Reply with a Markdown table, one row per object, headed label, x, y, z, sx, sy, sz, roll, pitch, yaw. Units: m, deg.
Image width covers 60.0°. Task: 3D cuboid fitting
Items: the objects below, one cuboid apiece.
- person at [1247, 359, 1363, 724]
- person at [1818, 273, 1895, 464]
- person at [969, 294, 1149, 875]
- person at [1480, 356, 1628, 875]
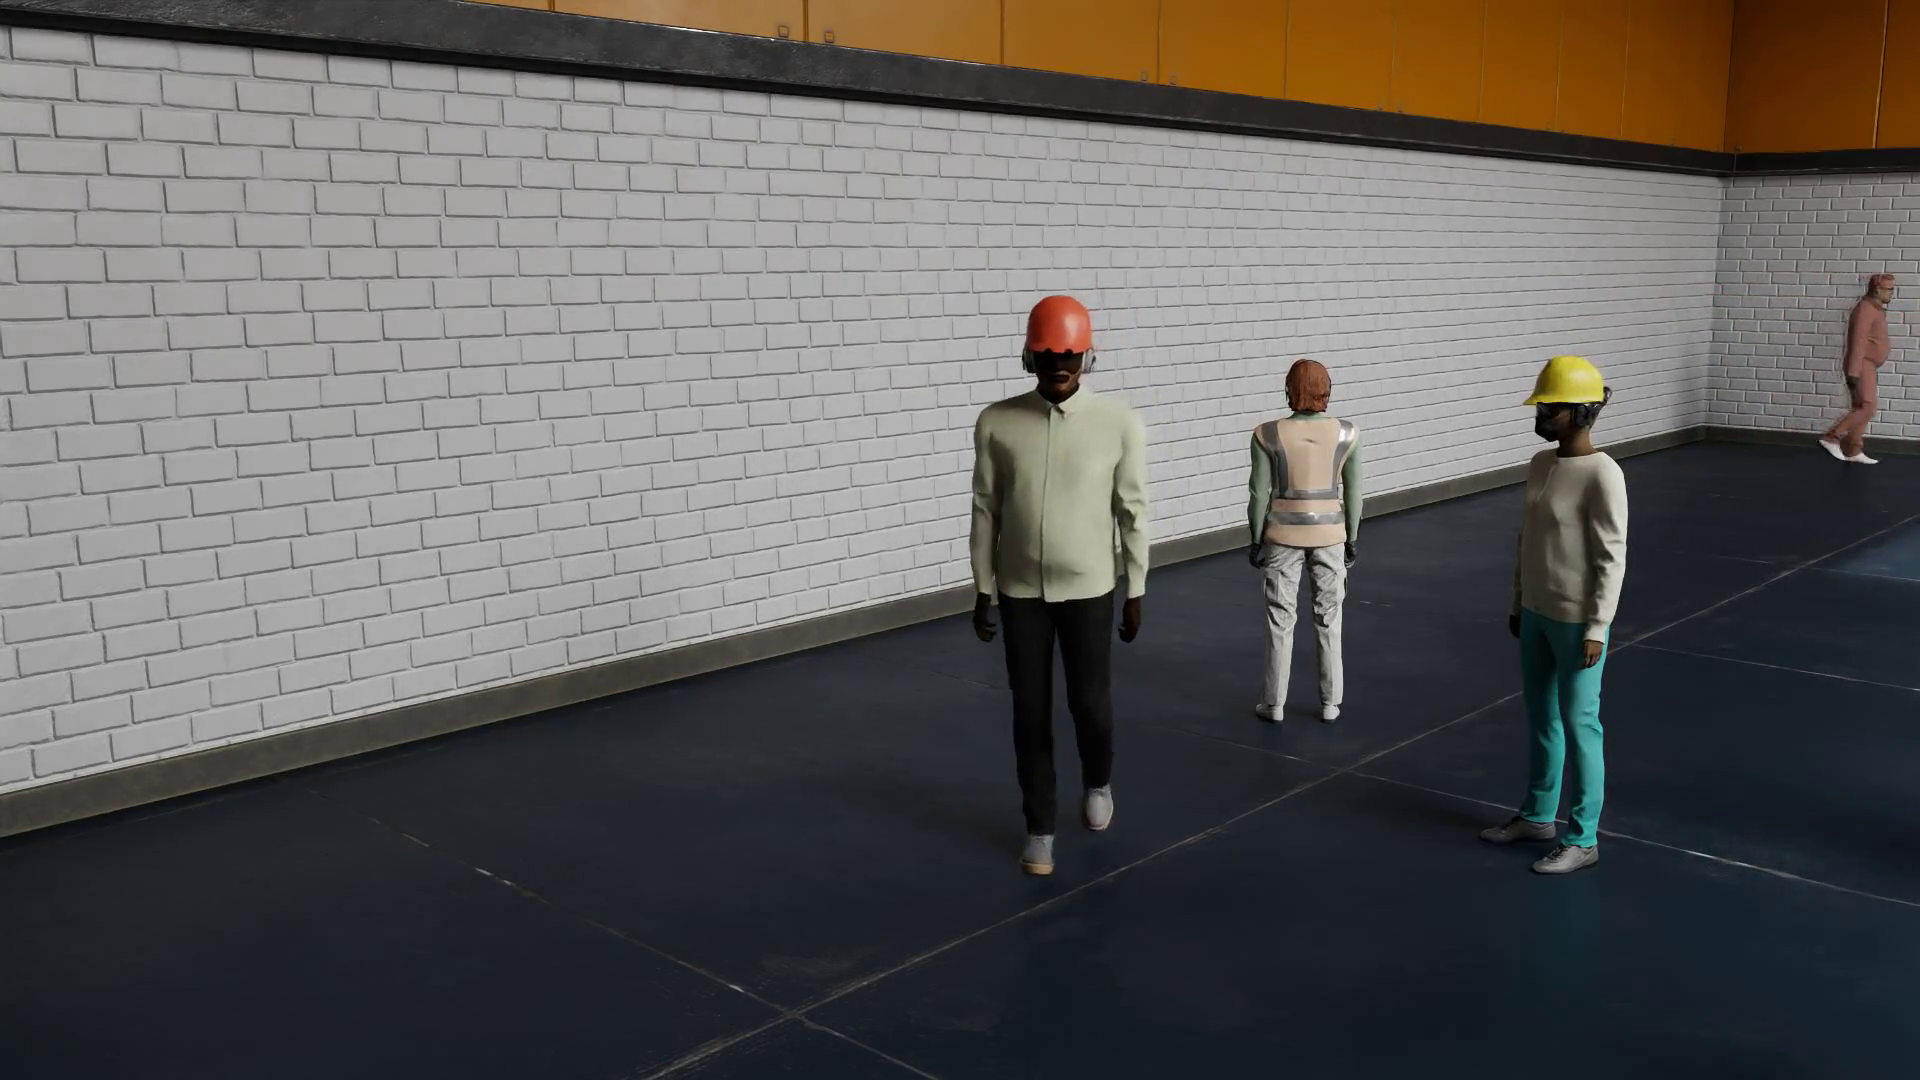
| label | x | y | z | sx | sy | sz | roll | pitch | yaw |
| --- | --- | --- | --- | --- | --- | --- | --- | --- | --- |
| person | 1.536 | 0.017 | 7.426 | 0.514 | 1.641 | 0.307 | 0 | 10 | 1 |
| person | 8.859 | -1.672 | 16.337 | 0.468 | 1.885 | 0.689 | 6 | 12 | 32 |
| person | 0.337 | 0.148 | 5.739 | 0.616 | 1.980 | 0.495 | 2 | 10 | 13 |
| person | 2.047 | 0.256 | 5.707 | 0.310 | 1.768 | 0.533 | -2 | 10 | -12 |
